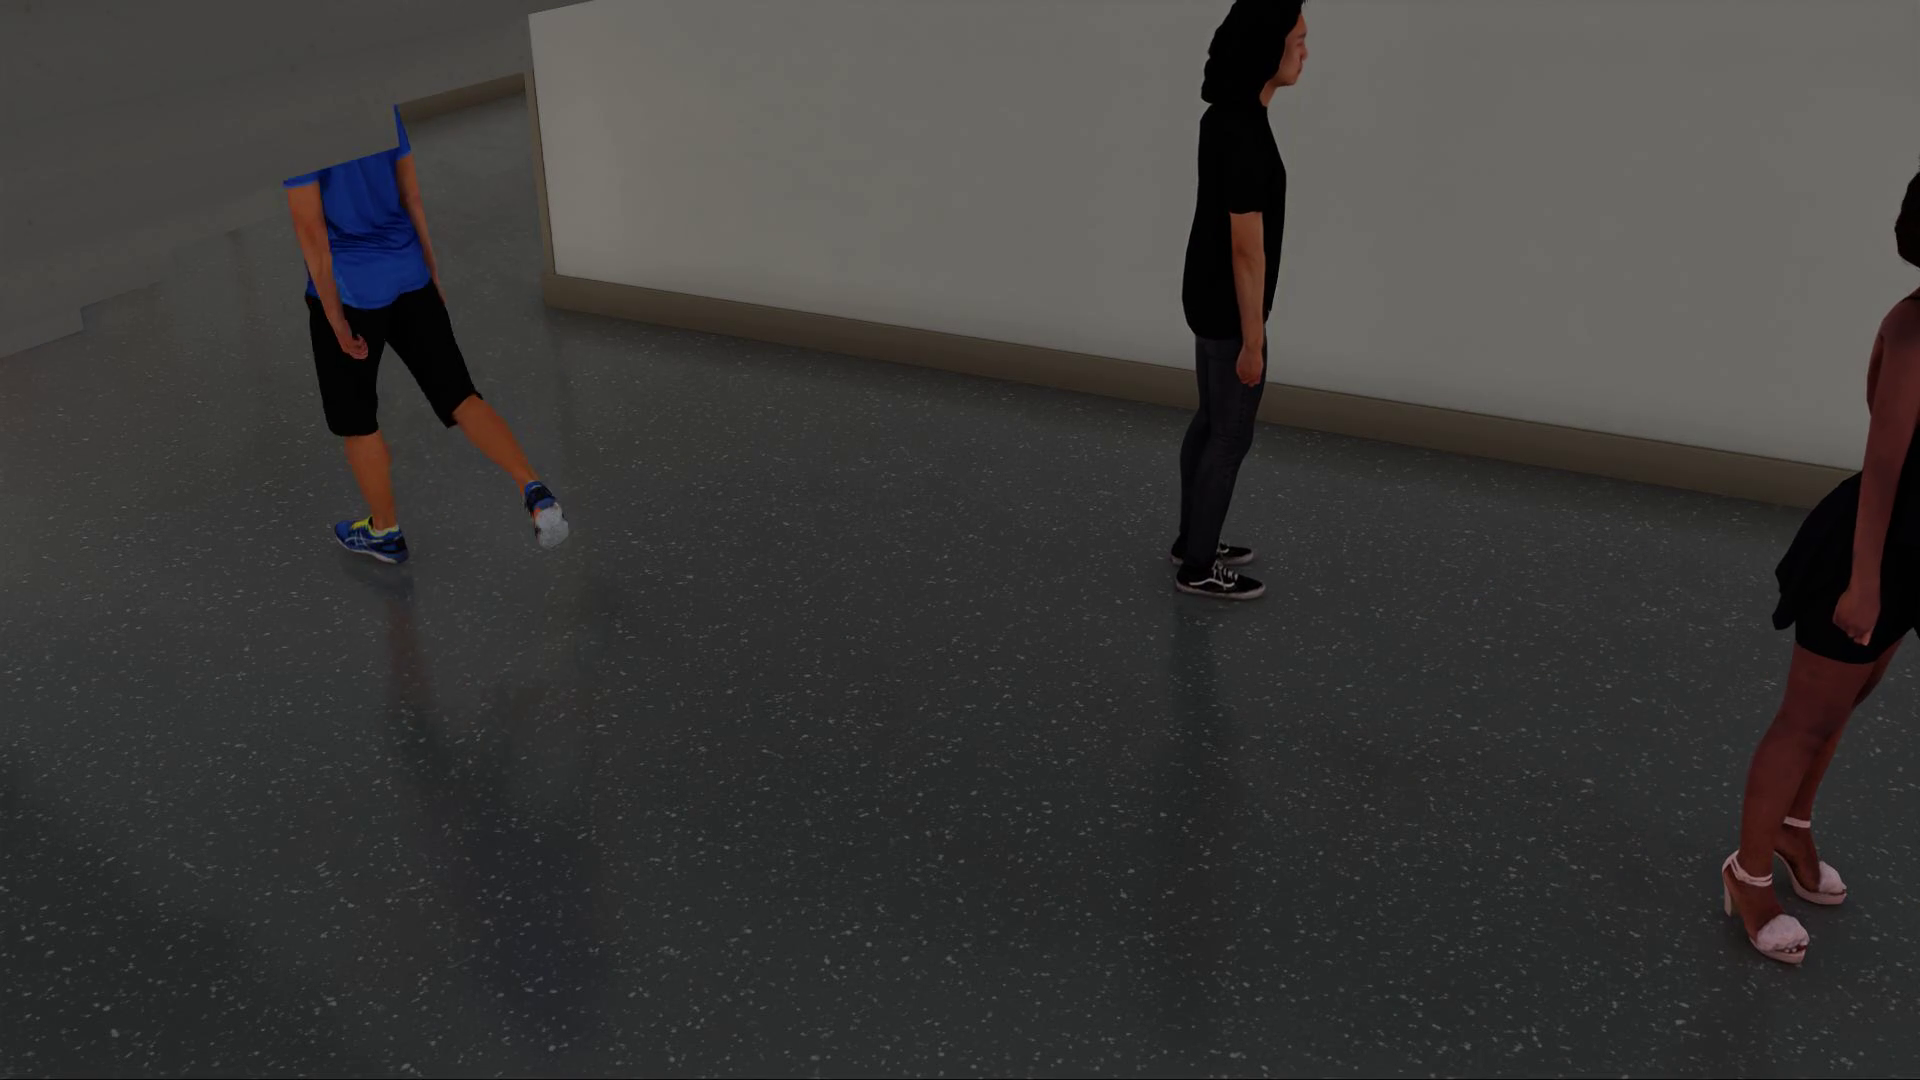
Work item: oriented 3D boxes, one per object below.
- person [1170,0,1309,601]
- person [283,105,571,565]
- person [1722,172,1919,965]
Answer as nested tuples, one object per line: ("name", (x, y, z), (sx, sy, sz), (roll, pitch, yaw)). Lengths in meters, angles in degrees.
("person", (0.788, -0.704, 4.926), (0.694, 1.827, 0.708), (-1, 26, -2))
("person", (-1.684, -0.710, 4.953), (1.194, 1.827, 0.752), (18, 31, 32))
("person", (1.885, 0.048, 3.428), (0.645, 1.787, 0.665), (-23, 34, -39))
